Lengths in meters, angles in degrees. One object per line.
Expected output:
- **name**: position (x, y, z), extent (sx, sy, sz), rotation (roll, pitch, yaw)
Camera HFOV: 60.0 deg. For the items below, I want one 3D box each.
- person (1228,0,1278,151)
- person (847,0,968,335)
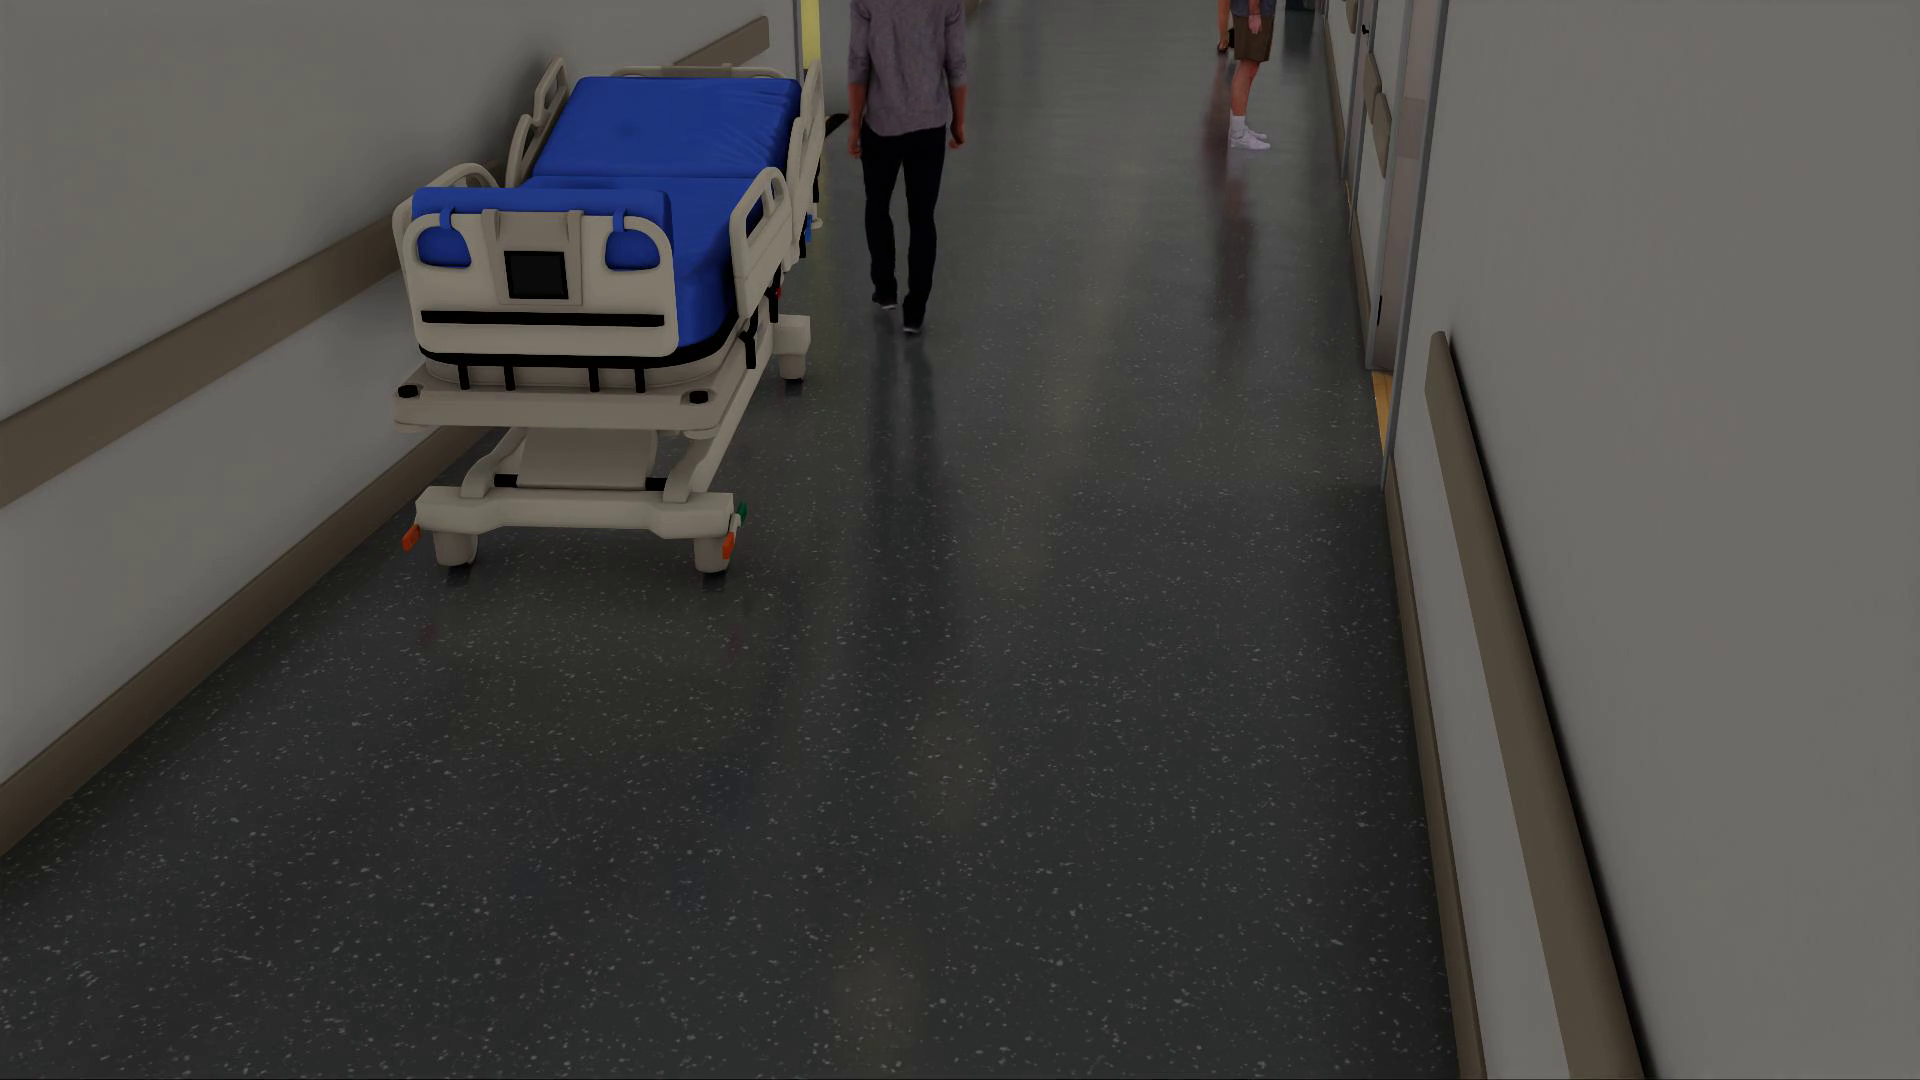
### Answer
- **person**: position (1.929, -3.517, 10.946), extent (0.573, 1.845, 0.637), rotation (3, 26, 6)
- **person**: position (-0.238, -1.803, 7.336), extent (0.768, 1.828, 0.844), rotation (-1, 26, -2)
